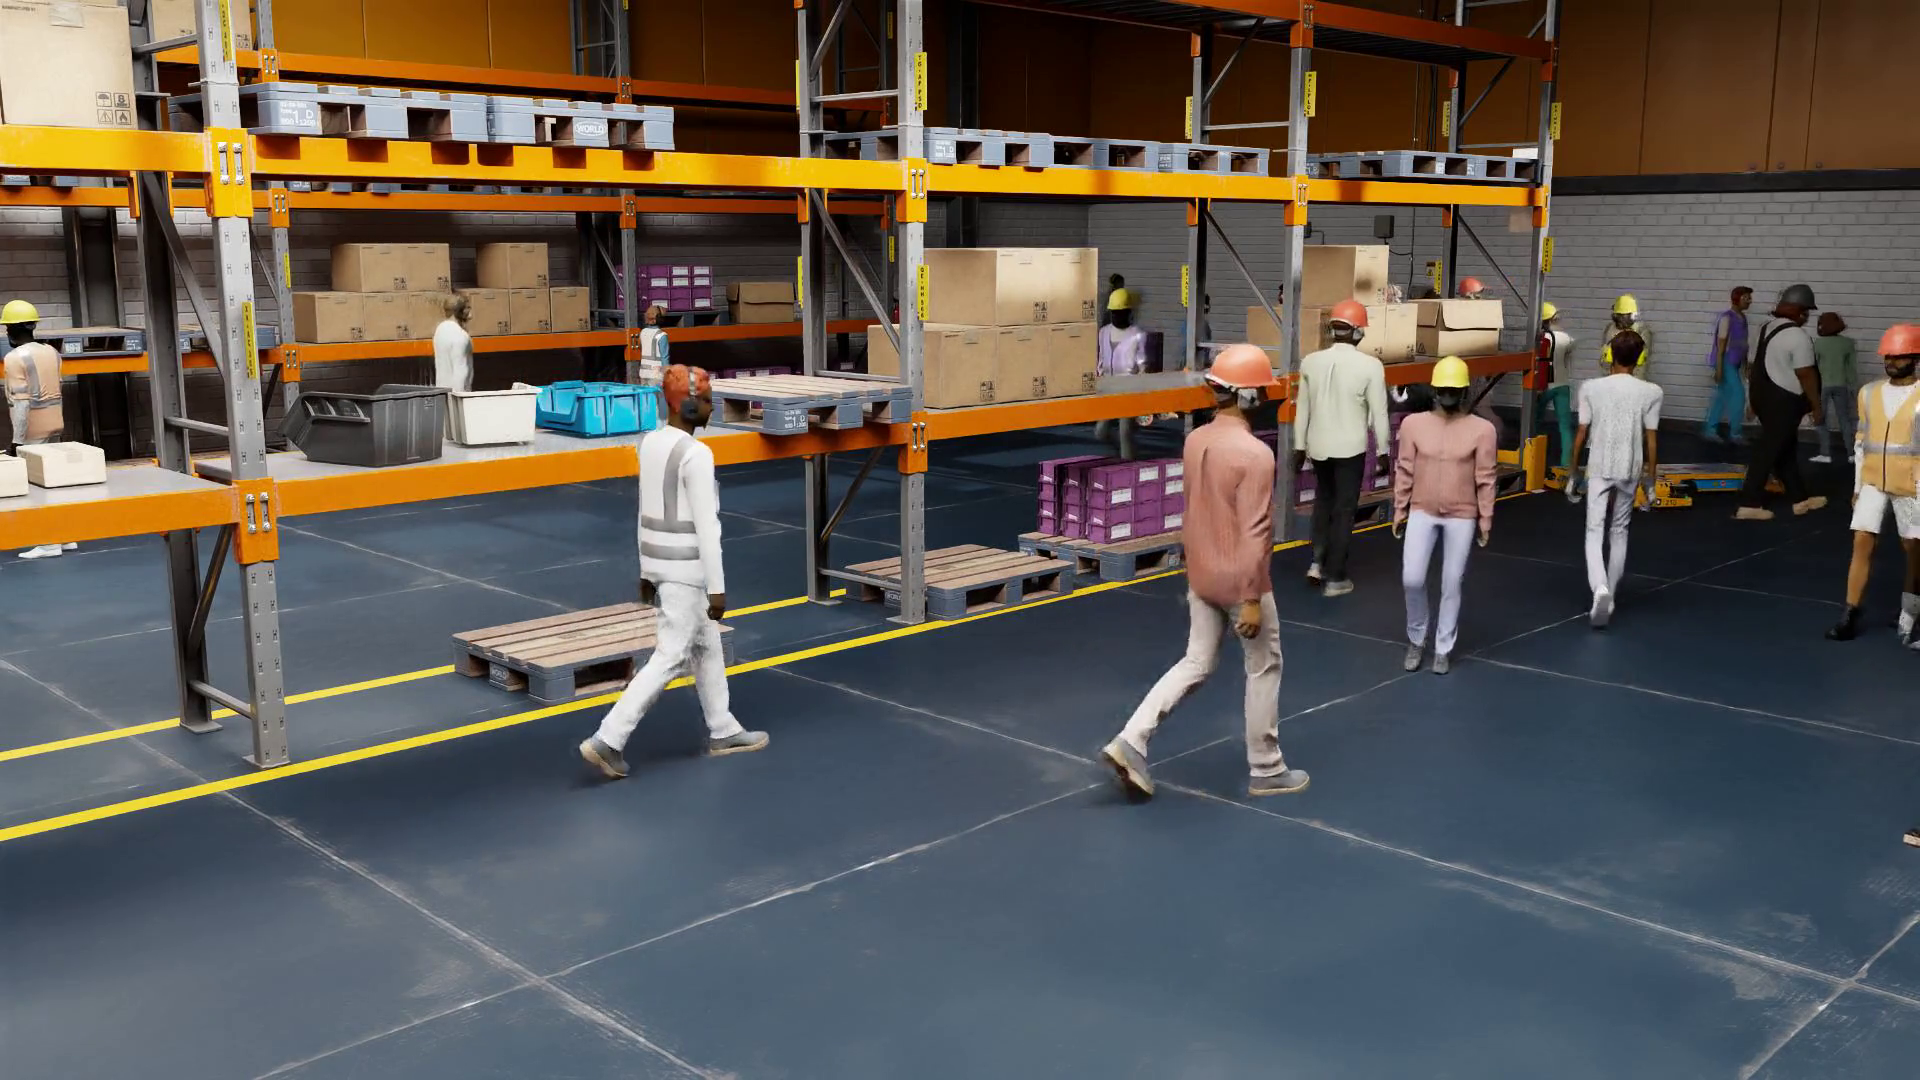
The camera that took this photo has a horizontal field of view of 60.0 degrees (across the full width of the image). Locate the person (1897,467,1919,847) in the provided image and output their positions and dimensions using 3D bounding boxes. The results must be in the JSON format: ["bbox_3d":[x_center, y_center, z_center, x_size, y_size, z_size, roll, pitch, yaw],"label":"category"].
[{"bbox_3d":[3.997,0.260,6.477,0.474,1.946,0.630,-6,12,-31],"label":"person"}]

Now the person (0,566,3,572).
[{"bbox_3d":[-7.307,-0.630,11.719,0.841,1.816,0.517,-1,10,-7],"label":"person"}]

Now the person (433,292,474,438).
[{"bbox_3d":[-4.663,-1.345,15.415,1.005,1.891,0.644,-8,13,-38],"label":"person"}]

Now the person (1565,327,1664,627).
[{"bbox_3d":[4.050,-0.391,10.324,0.526,1.843,0.817,3,11,17],"label":"person"}]

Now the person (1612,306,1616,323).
[{"bbox_3d":[7.582,-1.907,19.105,0.570,1.637,0.586,3,11,17],"label":"person"}]

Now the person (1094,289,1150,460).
[{"bbox_3d":[1.494,-1.375,15.476,0.603,1.912,0.411,10,14,43],"label":"person"}]

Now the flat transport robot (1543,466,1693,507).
[{"bbox_3d":[5.993,-0.502,15.212,0.652,0.197,1.431,-2,11,-9],"label":"flat transport robot"}]

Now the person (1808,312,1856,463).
[{"bbox_3d":[9.261,-1.605,17.607,0.619,1.604,0.410,-1,10,-4],"label":"person"}]

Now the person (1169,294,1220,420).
[{"bbox_3d":[3.063,-2.393,21.740,0.867,1.658,0.531,6,12,31],"label":"person"}]

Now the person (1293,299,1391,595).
[{"bbox_3d":[2.592,-0.622,11.201,0.640,1.975,0.551,9,14,42],"label":"person"}]

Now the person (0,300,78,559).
[{"bbox_3d":[-6.918,-0.820,12.424,0.384,1.925,0.593,0,10,1],"label":"person"}]

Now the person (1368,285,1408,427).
[{"bbox_3d":[4.666,-1.807,17.973,0.855,1.872,0.645,-5,11,-24],"label":"person"}]

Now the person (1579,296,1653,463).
[{"bbox_3d":[6.917,-1.672,17.484,0.959,1.768,0.603,-8,13,-38],"label":"person"}]

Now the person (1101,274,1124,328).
[{"bbox_3d":[2.336,-3.186,25.627,0.580,1.815,0.554,9,14,39],"label":"person"}]

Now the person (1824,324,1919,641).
[{"bbox_3d":[5.621,-0.351,9.994,0.977,1.890,0.558,-8,13,-35],"label":"person"}]

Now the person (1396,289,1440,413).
[{"bbox_3d":[4.824,-1.645,17.116,1.048,1.850,0.600,-4,11,-19],"label":"person"}]

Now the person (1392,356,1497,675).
[{"bbox_3d":[2.628,-0.120,9.057,0.546,1.751,0.450,4,11,20],"label":"person"}]

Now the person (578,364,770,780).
[{"bbox_3d":[-1.298,0.142,7.413,0.927,1.854,0.593,-7,13,-34],"label":"person"}]

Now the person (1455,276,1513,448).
[{"bbox_3d":[5.841,-1.989,18.749,0.930,1.953,0.619,10,14,43],"label":"person"}]

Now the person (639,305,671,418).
[{"bbox_3d":[-3.407,-1.802,18.595,0.319,1.628,0.509,-10,14,-42],"label":"person"}]

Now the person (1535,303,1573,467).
[{"bbox_3d":[5.956,-1.541,16.902,0.607,1.717,0.875,-4,11,-21],"label":"person"}]

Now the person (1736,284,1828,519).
[{"bbox_3d":[7.055,-1.182,14.088,0.914,2.000,0.693,0,10,1],"label":"person"}]

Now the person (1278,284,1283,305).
[{"bbox_3d":[3.813,-2.037,19.254,0.319,1.862,0.516,0,10,0],"label":"person"}]

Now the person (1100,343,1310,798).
[{"bbox_3d":[1.067,0.155,7.016,0.895,1.968,0.622,-4,11,-23],"label":"person"}]

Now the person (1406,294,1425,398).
[{"bbox_3d":[5.687,-2.208,20.639,0.494,1.694,0.913,1,10,6],"label":"person"}]

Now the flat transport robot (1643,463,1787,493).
[{"bbox_3d":[6.974,-0.579,15.631,1.431,0.197,0.652,-2,11,-8],"label":"flat transport robot"}]

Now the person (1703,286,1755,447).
[{"bbox_3d":[8.924,-1.979,19.023,0.757,1.816,0.593,9,14,41],"label":"person"}]
